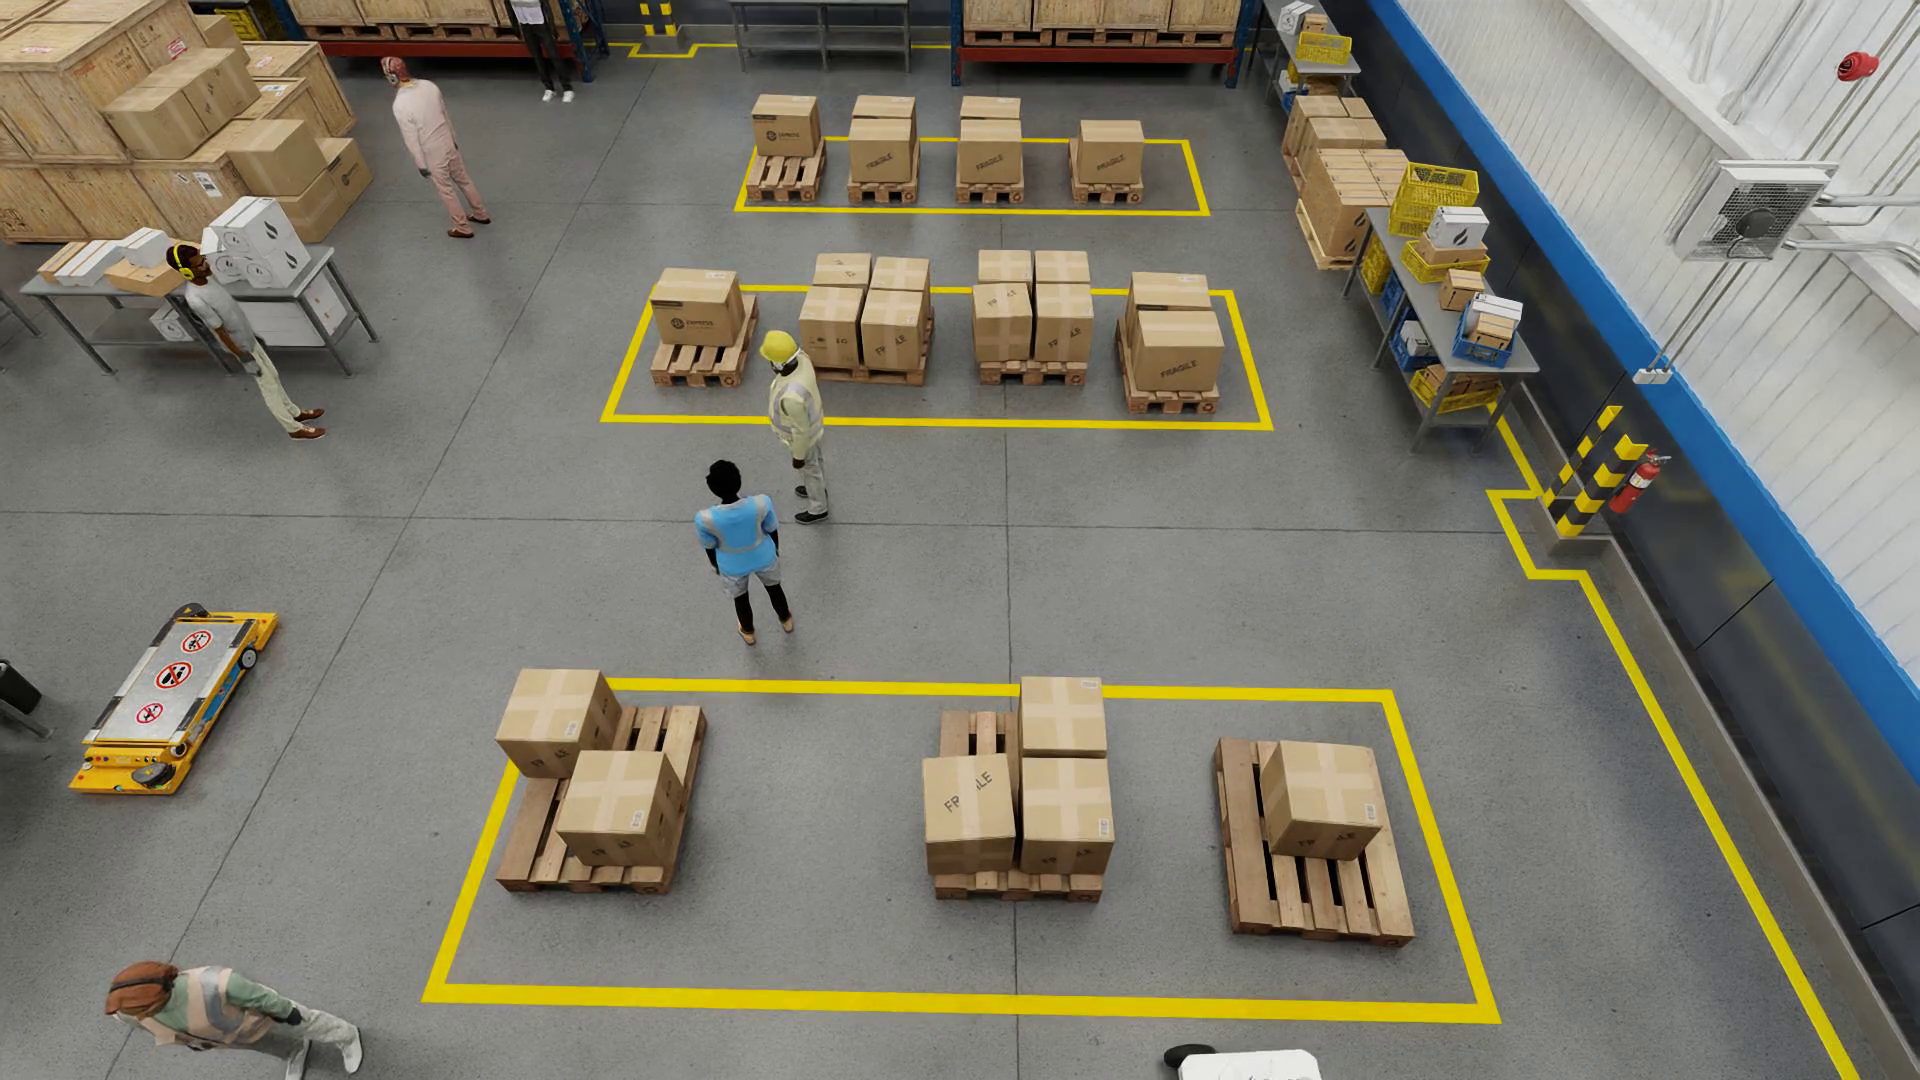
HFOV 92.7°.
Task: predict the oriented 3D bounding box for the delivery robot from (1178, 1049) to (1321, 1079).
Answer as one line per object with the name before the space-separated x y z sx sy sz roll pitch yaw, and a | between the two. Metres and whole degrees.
delivery robot | 1.493 2.835 4.706 0.707 0.478 0.477 -2 50 -2

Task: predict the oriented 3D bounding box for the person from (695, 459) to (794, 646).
person | -1.474 0.117 6.328 0.534 1.691 0.322 -17 52 -14

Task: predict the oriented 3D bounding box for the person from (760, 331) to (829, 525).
person | -1.241 -0.848 7.054 0.404 1.828 0.592 -2 50 -1

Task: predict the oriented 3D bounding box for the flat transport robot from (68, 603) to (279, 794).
flat transport robot | -5.504 1.072 6.442 0.652 0.197 1.431 1 50 1

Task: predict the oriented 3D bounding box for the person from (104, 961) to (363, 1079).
person | -3.514 2.352 4.474 0.518 1.632 0.317 -12 51 -10

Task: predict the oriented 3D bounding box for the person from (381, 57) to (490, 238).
person | -5.647 -4.184 9.834 0.399 1.900 0.648 12 51 10

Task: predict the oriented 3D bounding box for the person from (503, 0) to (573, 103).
person | -5.585 -6.763 12.011 0.596 1.908 0.405 3 50 3

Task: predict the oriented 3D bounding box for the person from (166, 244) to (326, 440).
person | -5.976 -1.638 7.695 0.318 1.870 0.531 -20 53 -16
